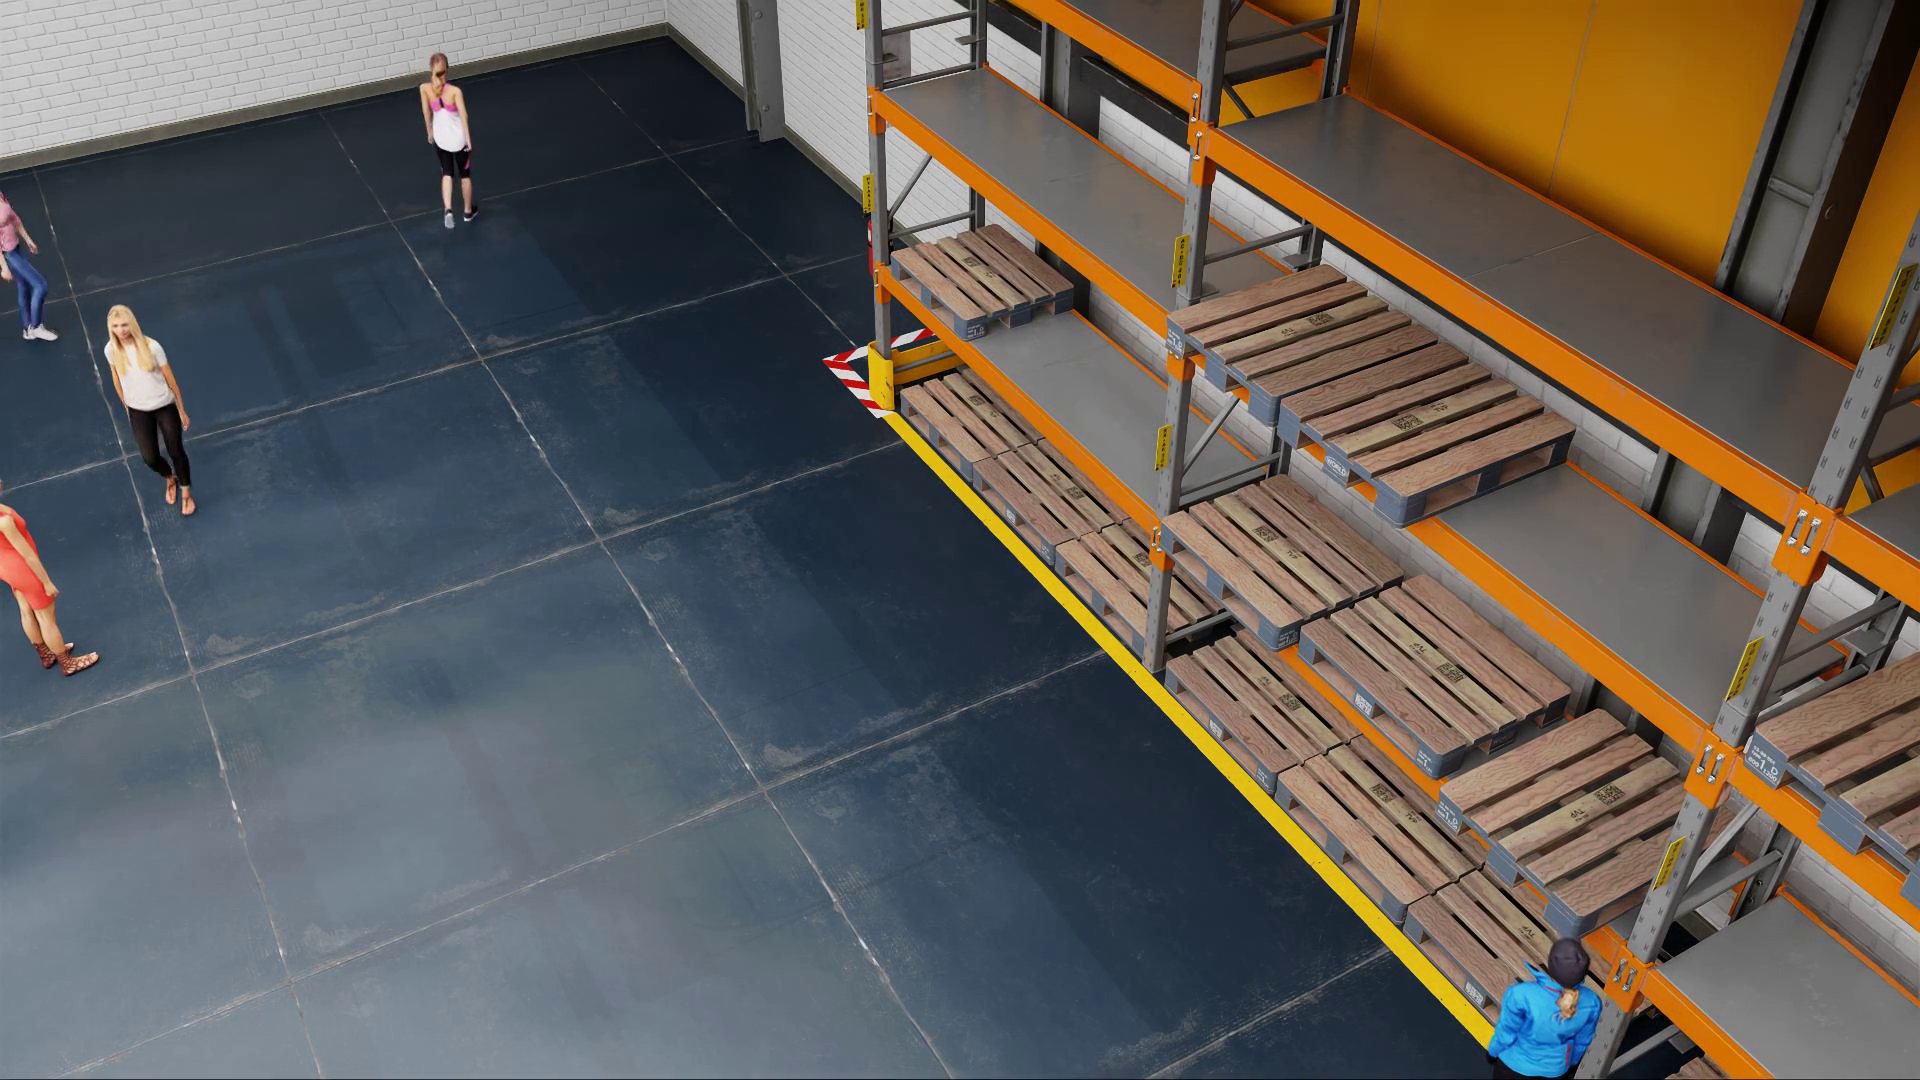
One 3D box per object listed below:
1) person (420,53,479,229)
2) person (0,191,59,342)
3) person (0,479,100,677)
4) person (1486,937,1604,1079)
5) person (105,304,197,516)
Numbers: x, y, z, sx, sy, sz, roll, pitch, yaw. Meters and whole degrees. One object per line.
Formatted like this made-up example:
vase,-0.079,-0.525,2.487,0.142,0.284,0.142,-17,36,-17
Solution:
person,-4.999,-3.841,16.224,0.900,1.765,1.042,2,39,2
person,-8.410,-2.504,14.578,0.727,1.731,0.651,-9,39,-11
person,-6.313,0.211,11.187,0.622,1.719,0.732,20,43,23
person,2.819,2.568,8.171,0.695,1.801,0.724,5,39,6
person,-6.114,-1.022,12.655,0.675,1.814,0.704,-10,40,-13
